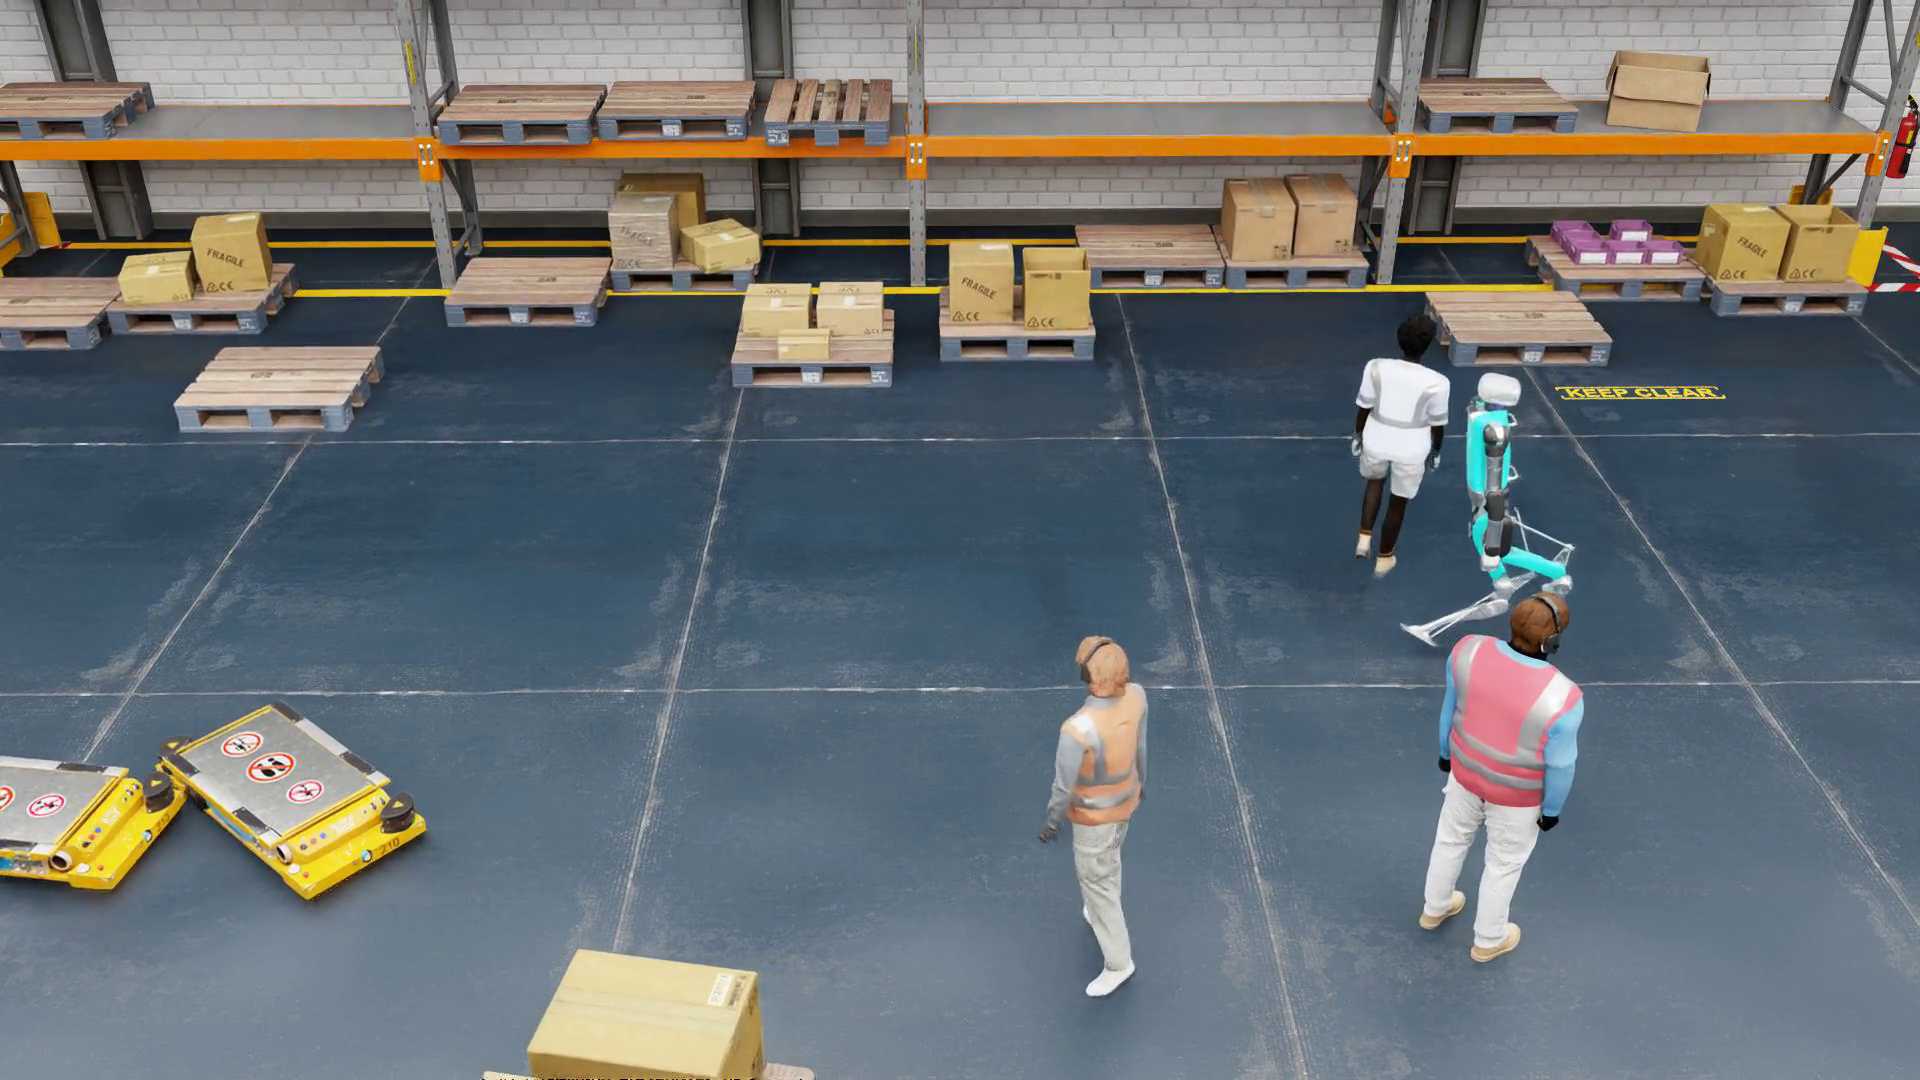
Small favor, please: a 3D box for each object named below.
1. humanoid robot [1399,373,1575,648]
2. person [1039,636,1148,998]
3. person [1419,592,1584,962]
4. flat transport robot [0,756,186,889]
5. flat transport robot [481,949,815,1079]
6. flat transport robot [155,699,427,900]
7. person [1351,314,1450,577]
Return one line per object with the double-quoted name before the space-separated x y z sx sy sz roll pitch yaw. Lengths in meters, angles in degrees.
"humanoid robot" 3.019 -0.073 9.116 1.032 1.740 0.562 3 31 5
"person" 0.654 1.181 7.139 0.494 1.615 0.576 23 38 33
"person" 2.344 1.020 7.201 0.431 1.837 0.629 -25 39 -35
"flat transport robot" -4.644 1.363 8.141 1.431 0.231 0.659 4 31 7
"flat transport robot" -1.133 2.576 6.122 1.431 0.231 0.659 5 31 8
"flat transport robot" -3.374 1.252 8.326 1.431 0.231 0.659 24 38 34
"person" 2.626 -0.561 9.961 0.551 1.681 0.380 17 35 26
